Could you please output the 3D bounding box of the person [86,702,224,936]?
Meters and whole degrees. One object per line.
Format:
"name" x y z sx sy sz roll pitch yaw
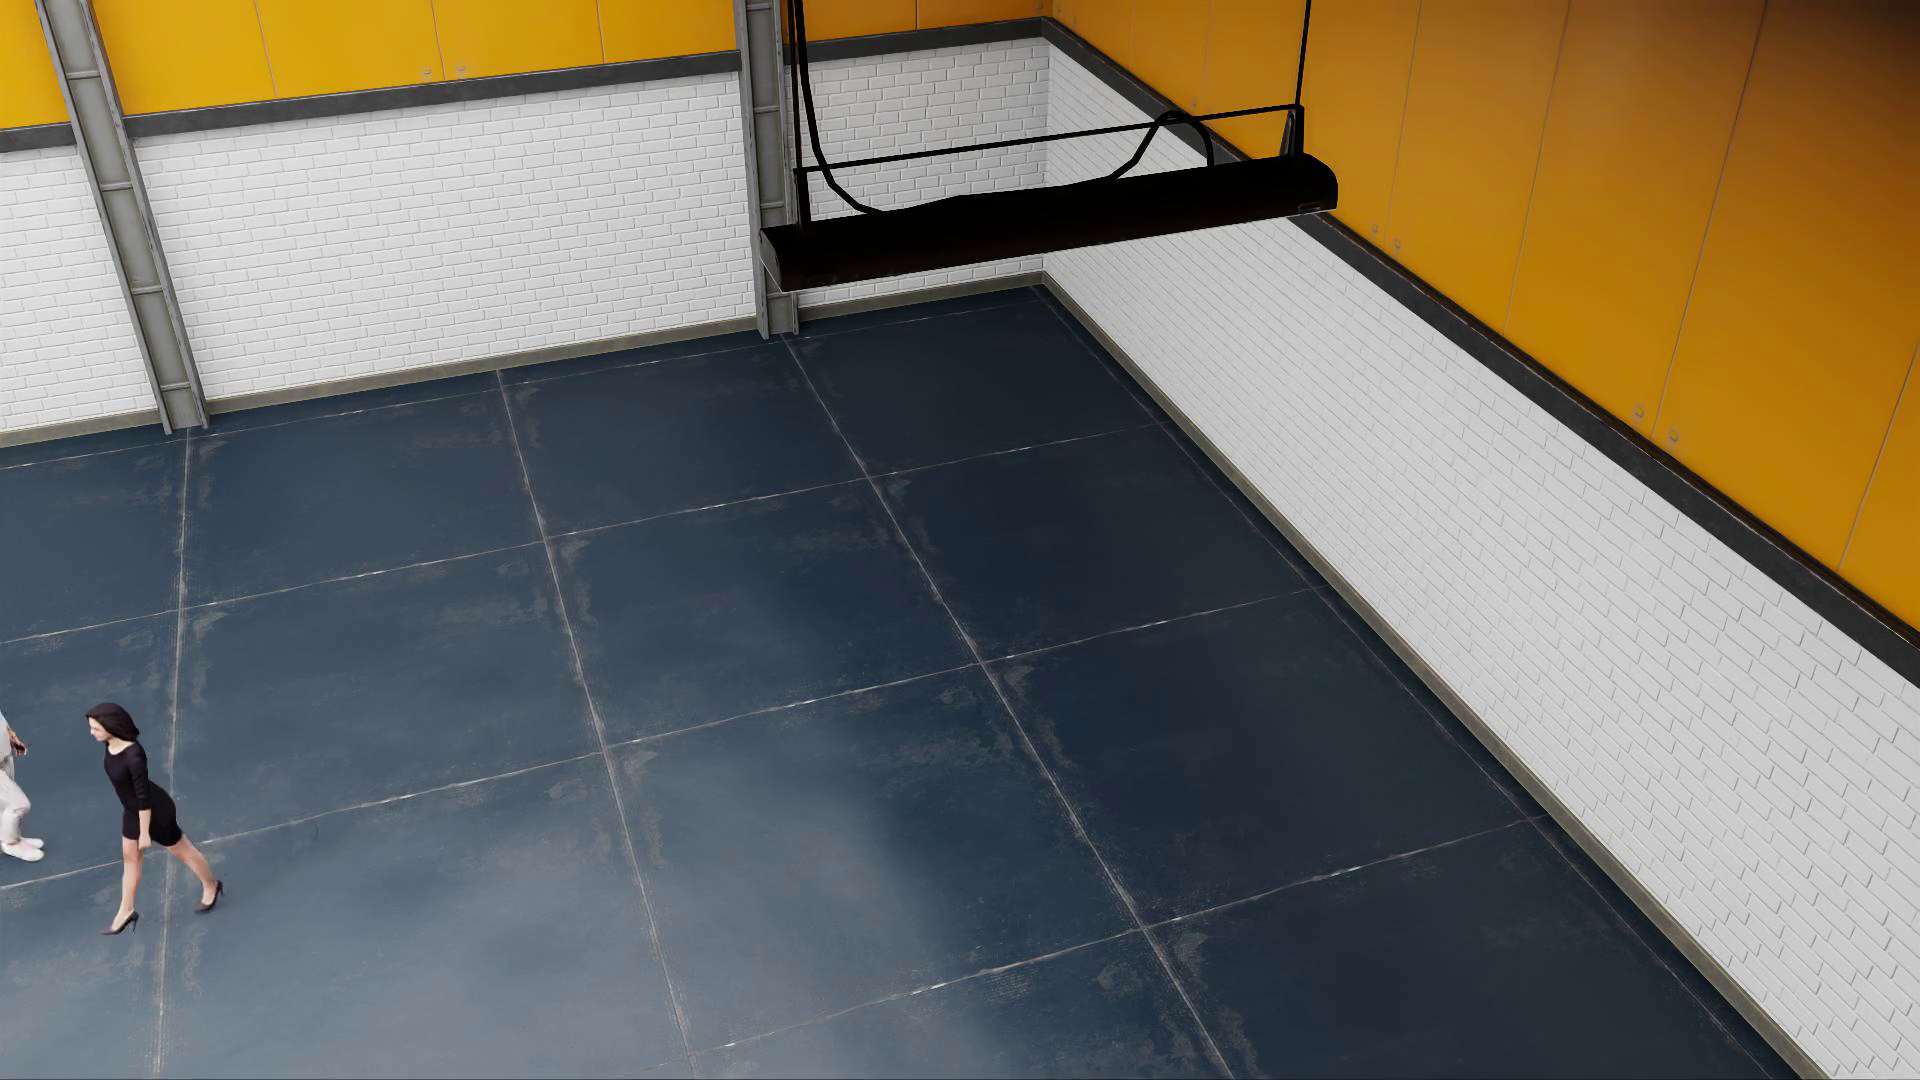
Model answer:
"person" -5.017 1.706 10.500 1.083 1.778 0.882 -29 43 -36

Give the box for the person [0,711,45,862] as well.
"person" -6.495 1.459 10.965 0.637 1.675 0.655 -6 34 -8
